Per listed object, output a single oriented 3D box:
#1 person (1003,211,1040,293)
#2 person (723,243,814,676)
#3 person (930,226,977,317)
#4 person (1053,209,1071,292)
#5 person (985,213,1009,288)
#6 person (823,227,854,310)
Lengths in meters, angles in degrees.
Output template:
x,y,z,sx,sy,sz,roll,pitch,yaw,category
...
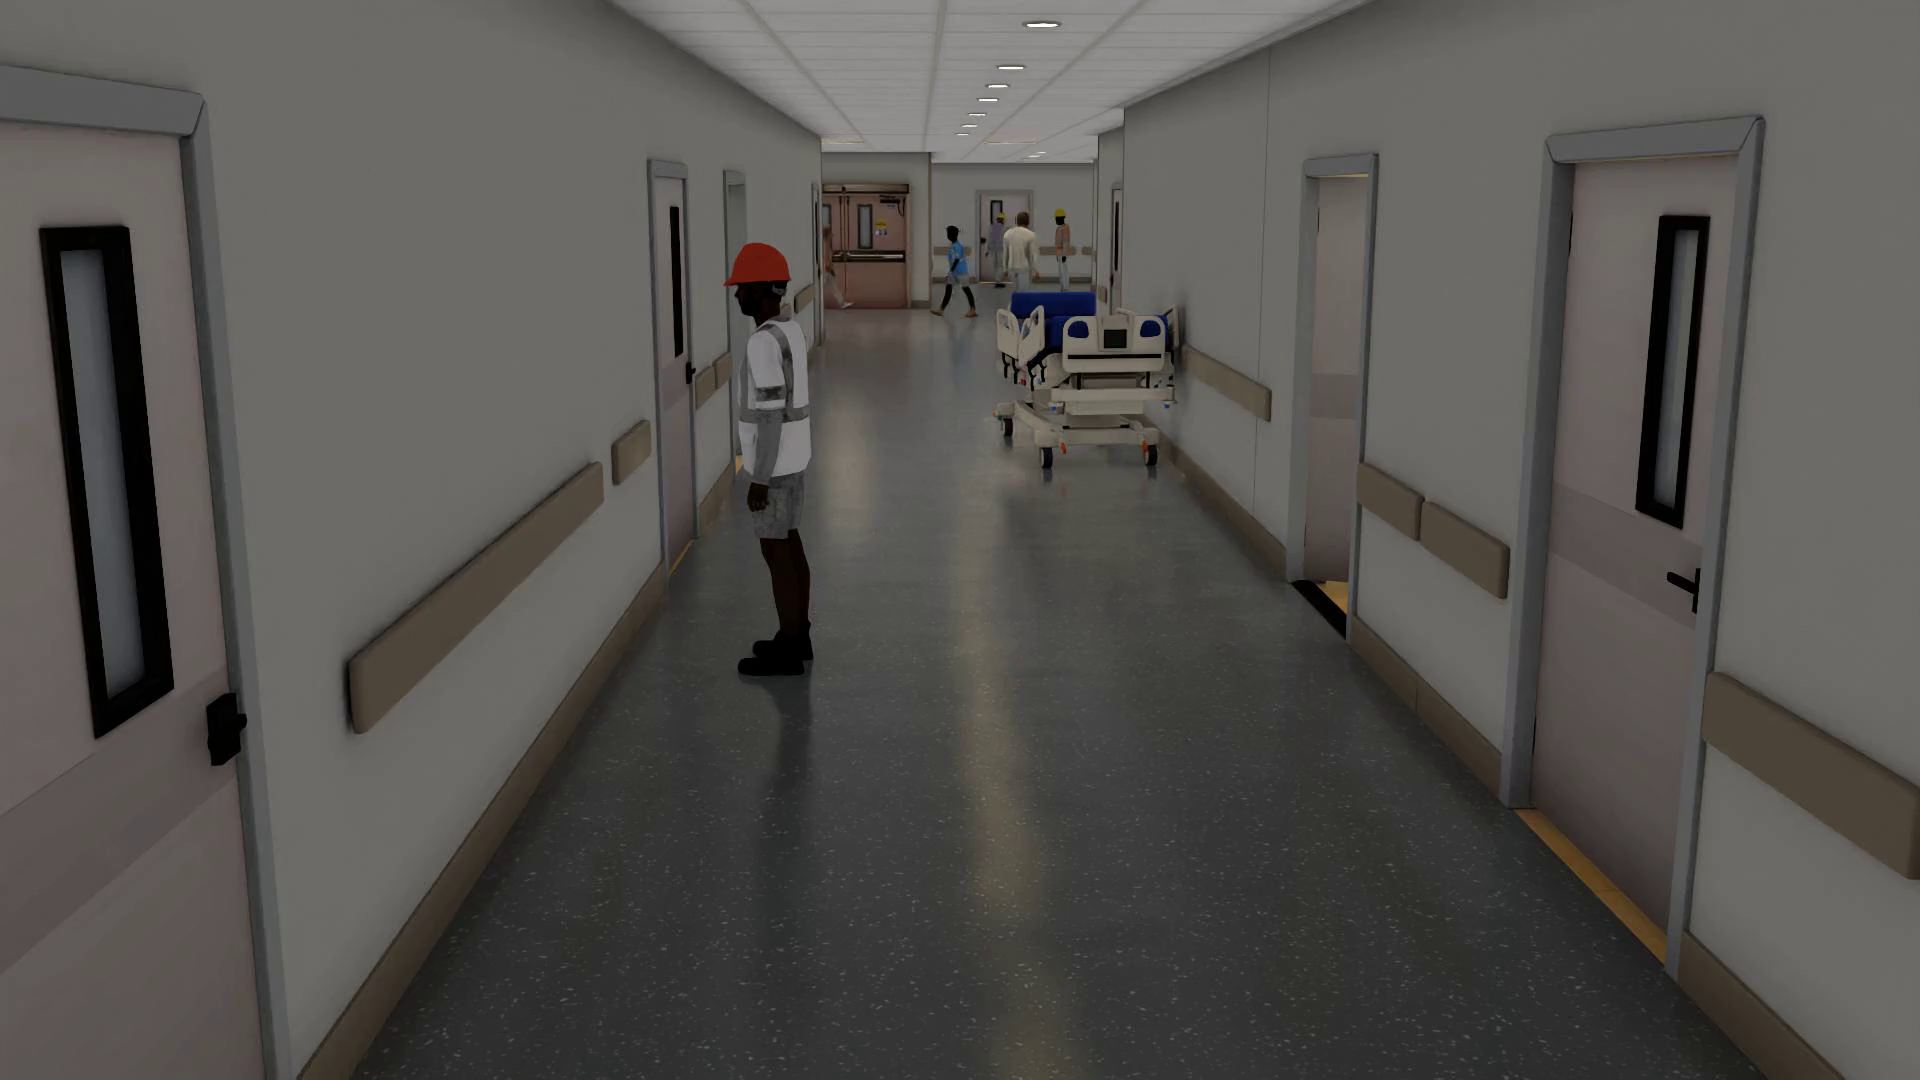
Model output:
x,y,z,sx,sy,sz,roll,pitch,yaw,category
1.039,-4.496,27.698,0.654,1.916,0.584,8,14,35,person
-0.863,-0.353,7.475,0.373,1.934,0.551,2,12,8,person
-0.092,-4.835,30.013,0.919,1.636,0.527,-5,12,-22,person
2.222,-6.298,36.497,0.395,1.919,0.582,-3,12,-13,person
0.952,-7.030,40.402,0.663,1.795,0.674,7,13,29,person
-2.471,-5.121,31.548,0.882,1.588,0.529,-1,12,-3,person
